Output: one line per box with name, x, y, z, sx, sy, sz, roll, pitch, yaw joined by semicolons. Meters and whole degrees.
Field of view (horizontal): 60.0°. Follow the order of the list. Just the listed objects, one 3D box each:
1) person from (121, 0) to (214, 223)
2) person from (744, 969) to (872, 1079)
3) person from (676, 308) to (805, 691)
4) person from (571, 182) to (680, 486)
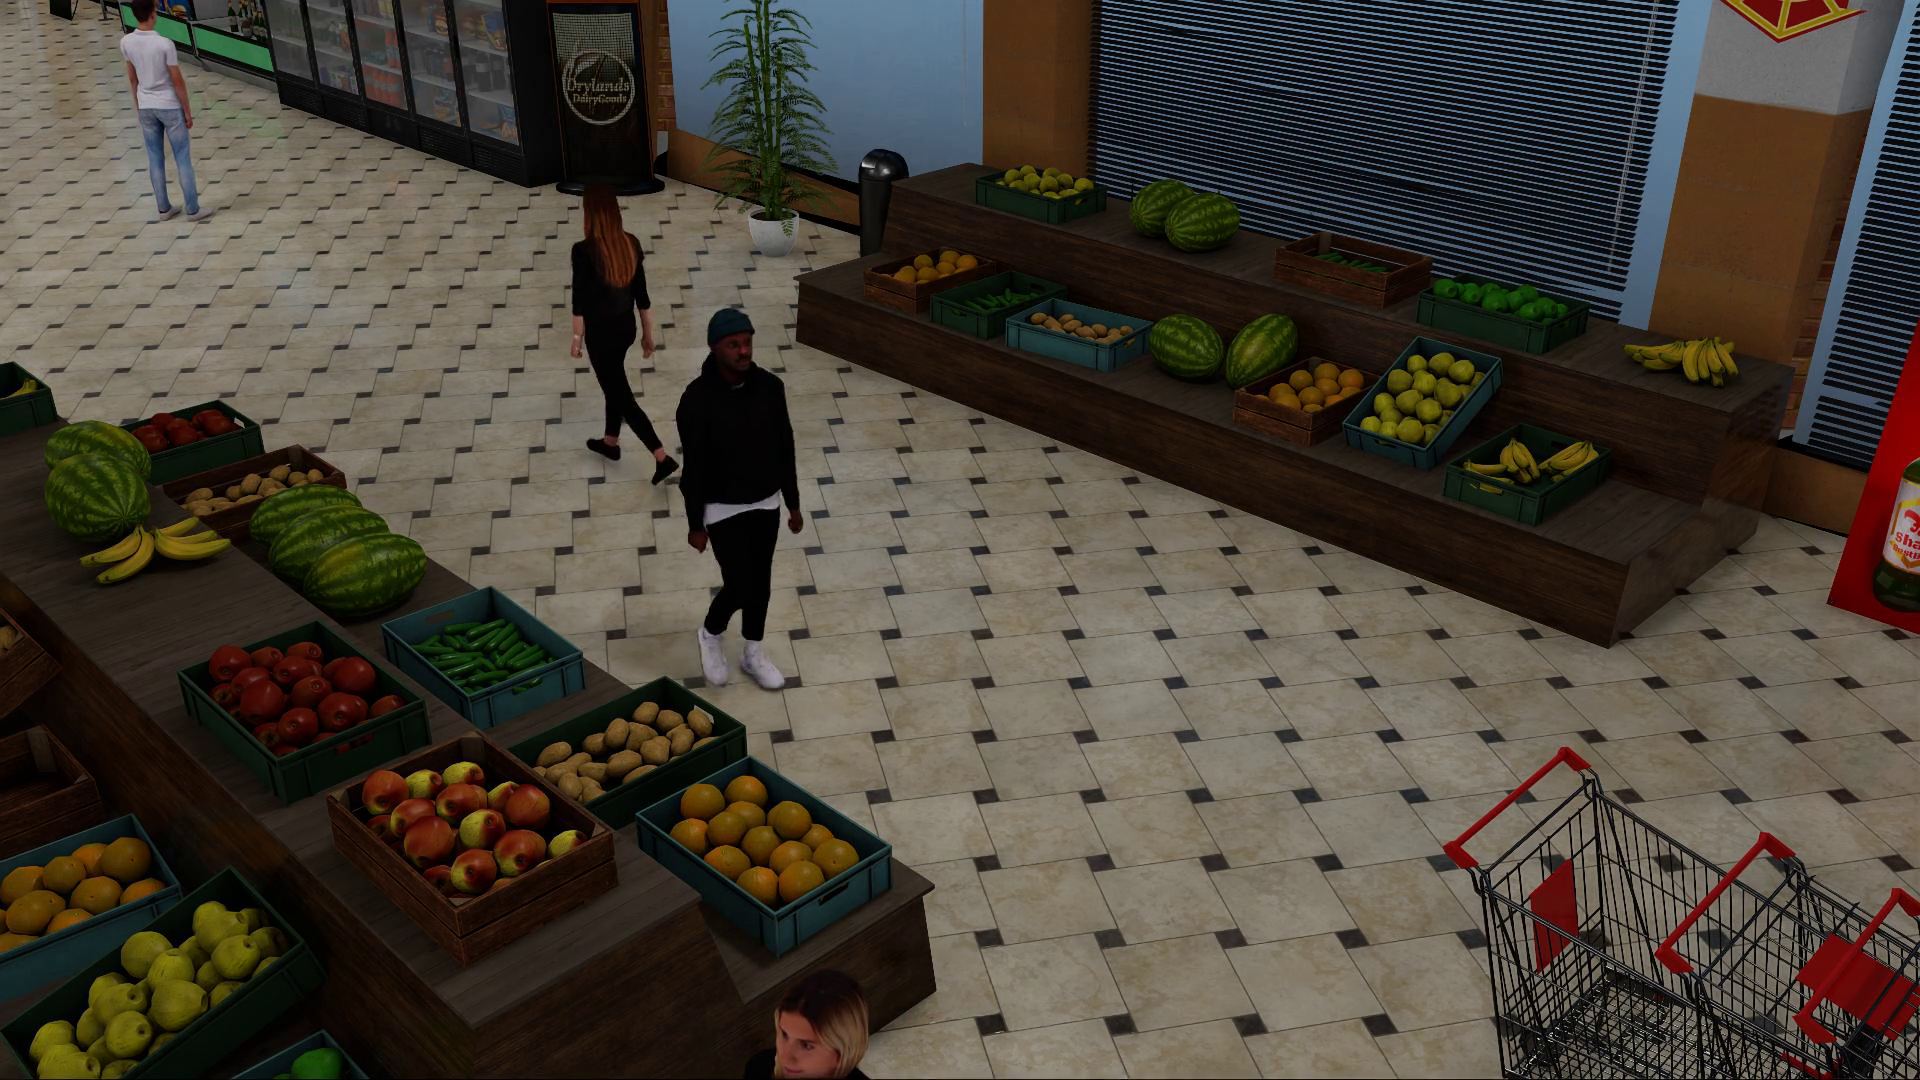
person;-6.759;-3.632;14.060;0.682;1.850;0.765;2;27;5
person;-0.300;1.660;3.822;0.553;1.672;0.709;14;30;26
person;-1.008;-0.186;7.314;0.687;1.806;0.705;-22;34;-37
person;-1.886;-1.105;9.265;1.136;1.679;0.647;21;33;35
